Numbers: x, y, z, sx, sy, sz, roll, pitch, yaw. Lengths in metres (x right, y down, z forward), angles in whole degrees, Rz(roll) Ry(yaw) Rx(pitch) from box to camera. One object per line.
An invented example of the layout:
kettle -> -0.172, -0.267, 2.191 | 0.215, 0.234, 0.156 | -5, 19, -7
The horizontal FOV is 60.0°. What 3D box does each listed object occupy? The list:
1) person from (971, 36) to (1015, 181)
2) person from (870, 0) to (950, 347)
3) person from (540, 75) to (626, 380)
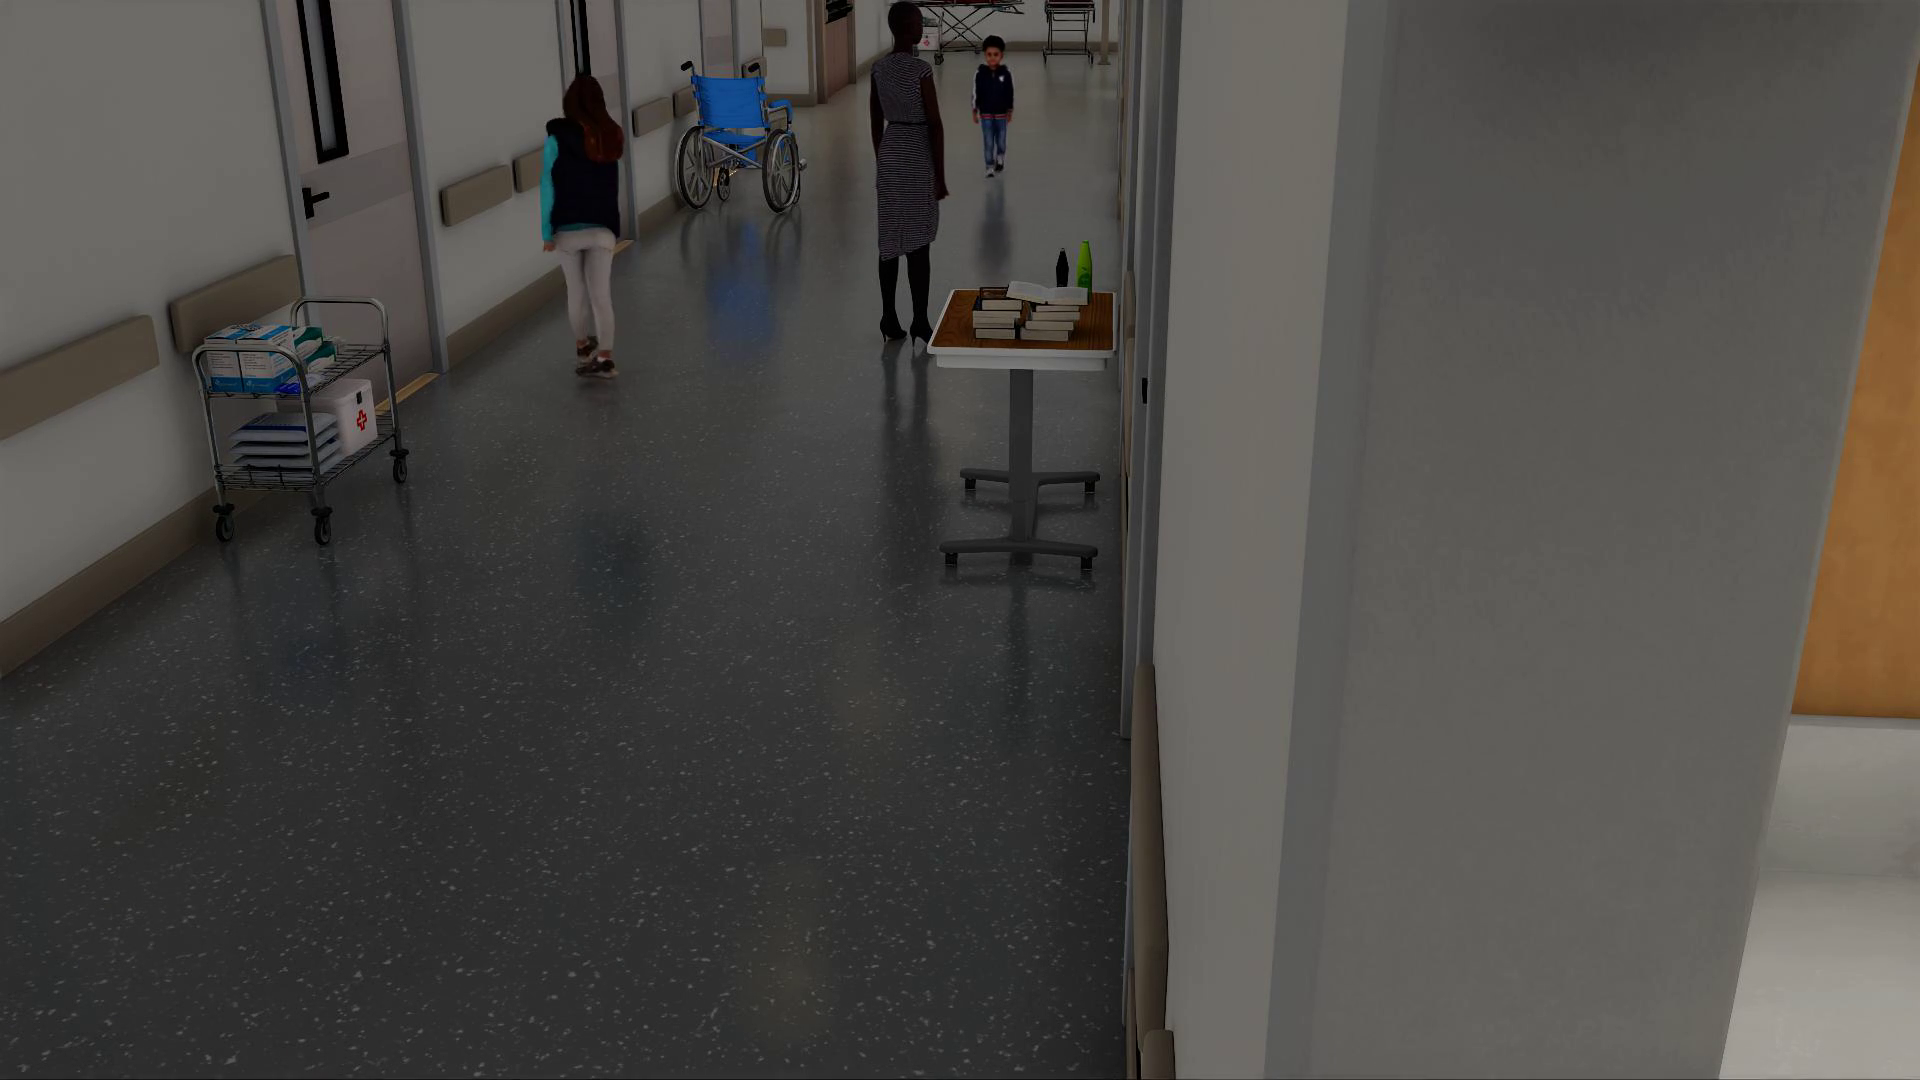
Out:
person -> 0.292, -3.764, 14.511 | 0.520, 1.212, 0.668 | 1, 21, 3
person -> -0.288, -1.934, 8.865 | 0.697, 1.788, 0.711 | 16, 26, 36
person -> -1.847, -1.505, 8.205 | 0.819, 1.455, 0.966 | -12, 24, -28
